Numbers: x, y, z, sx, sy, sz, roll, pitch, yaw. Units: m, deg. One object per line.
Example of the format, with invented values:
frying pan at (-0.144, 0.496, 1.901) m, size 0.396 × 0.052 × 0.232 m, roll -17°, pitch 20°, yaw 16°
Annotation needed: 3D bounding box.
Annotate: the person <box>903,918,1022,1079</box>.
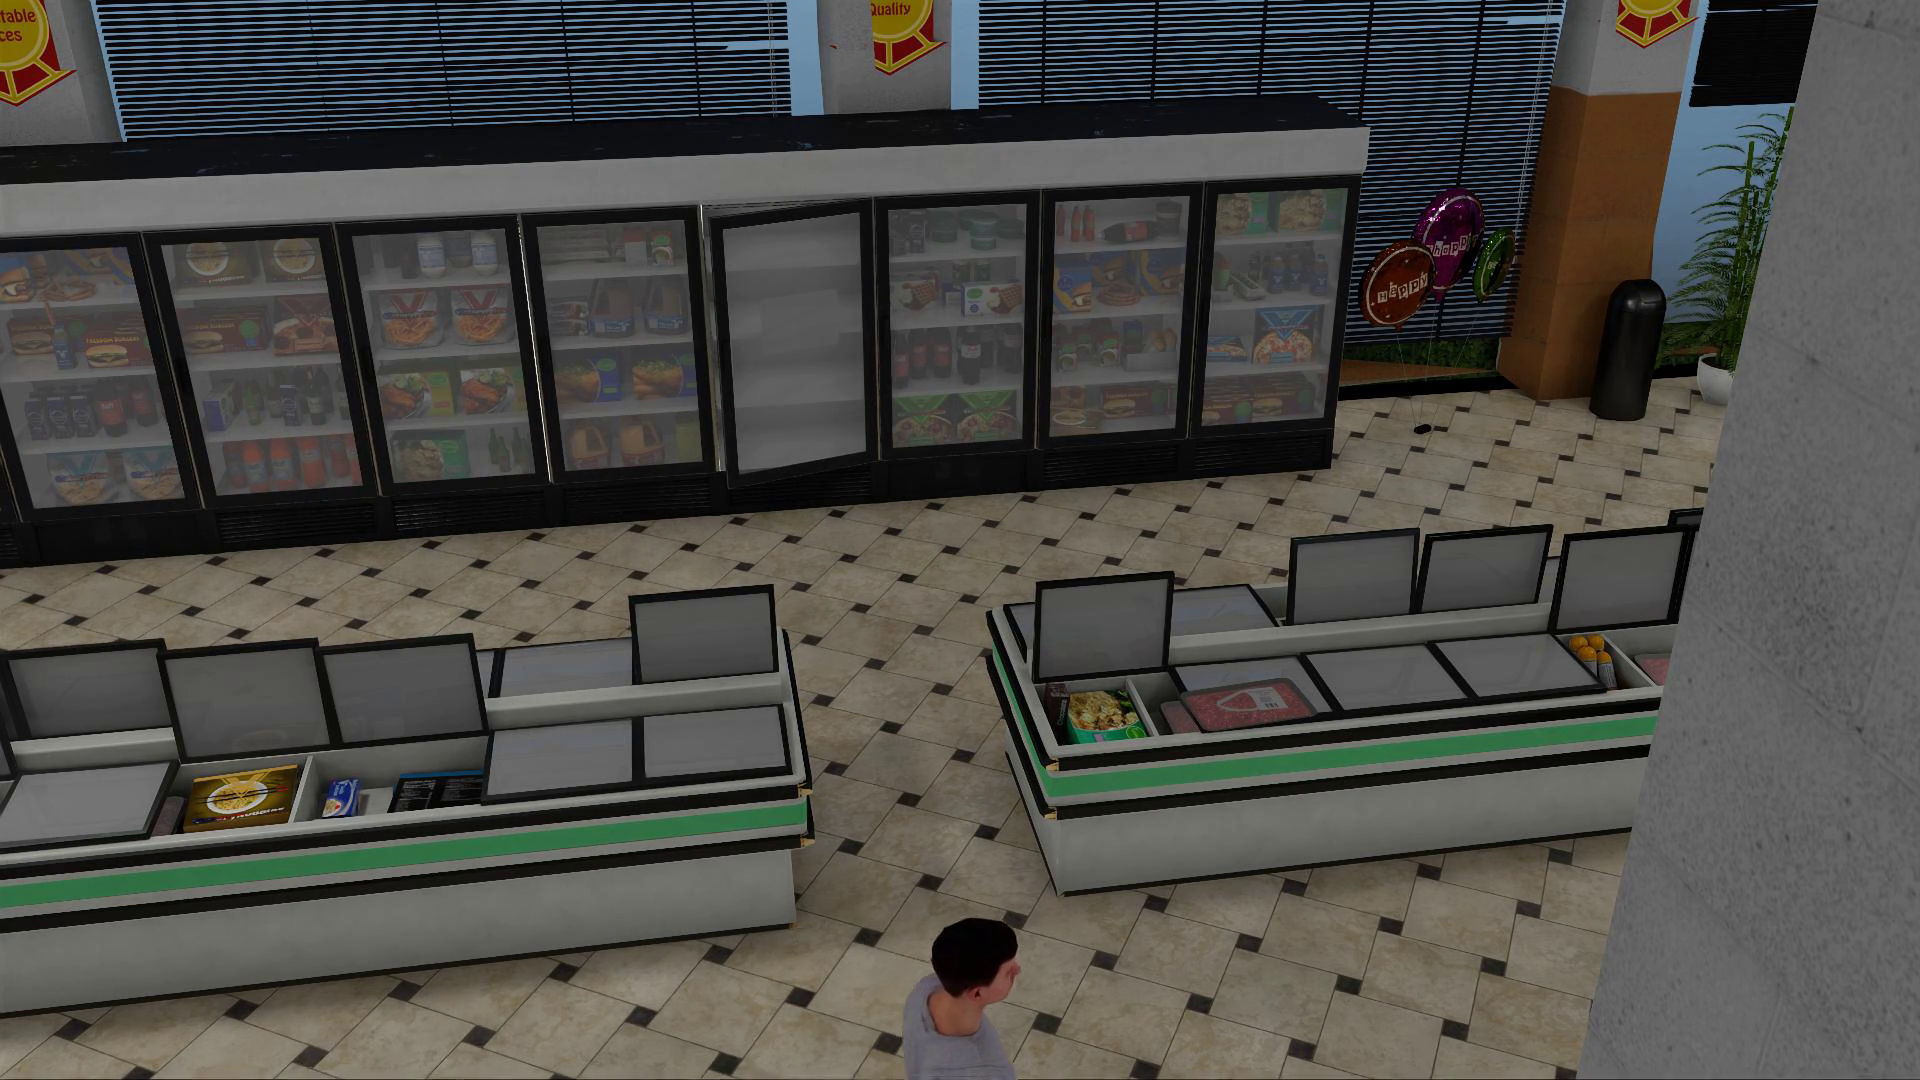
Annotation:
person at (-0.080, 1.814, 4.657) m, size 0.690 × 1.833 × 0.668 m, roll -7°, pitch 28°, yaw -13°
